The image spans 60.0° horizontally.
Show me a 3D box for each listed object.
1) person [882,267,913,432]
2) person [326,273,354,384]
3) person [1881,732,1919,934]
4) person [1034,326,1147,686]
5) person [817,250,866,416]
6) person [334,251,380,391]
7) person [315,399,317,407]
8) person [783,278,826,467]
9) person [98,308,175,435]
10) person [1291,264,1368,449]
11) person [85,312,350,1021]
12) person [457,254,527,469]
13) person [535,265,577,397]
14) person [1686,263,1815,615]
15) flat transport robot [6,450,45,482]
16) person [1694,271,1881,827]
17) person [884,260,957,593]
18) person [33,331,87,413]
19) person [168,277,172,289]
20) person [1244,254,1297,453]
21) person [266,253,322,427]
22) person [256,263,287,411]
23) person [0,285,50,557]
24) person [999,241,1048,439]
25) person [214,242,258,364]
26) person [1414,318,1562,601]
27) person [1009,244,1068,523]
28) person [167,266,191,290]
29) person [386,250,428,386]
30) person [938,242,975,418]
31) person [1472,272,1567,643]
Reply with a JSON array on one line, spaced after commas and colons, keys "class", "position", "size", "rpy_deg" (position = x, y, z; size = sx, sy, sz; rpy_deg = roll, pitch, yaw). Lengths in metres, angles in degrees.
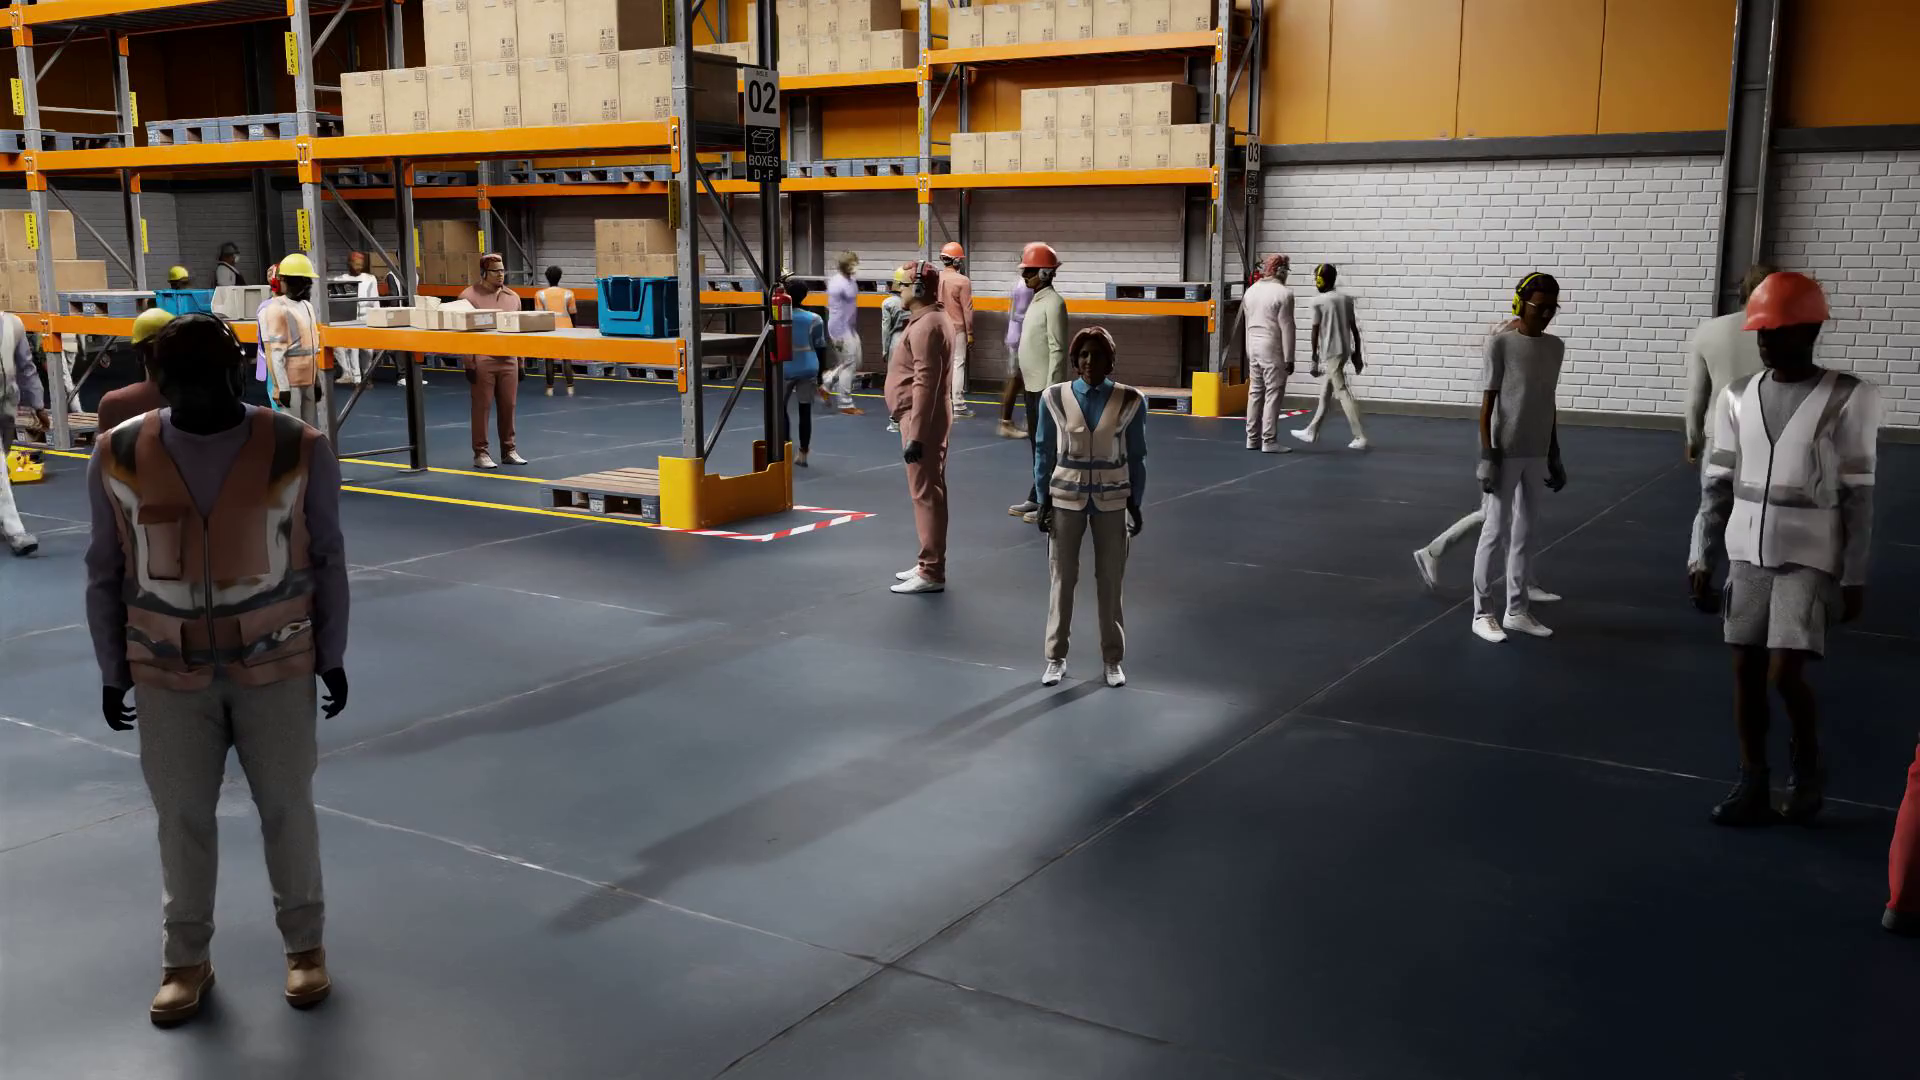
[{"class": "person", "position": [-0.593, -2.011, 17.598], "size": [0.493, 1.743, 0.295], "rpy_deg": [-2, 11, -13]}, {"class": "person", "position": [-8.960, -3.054, 23.259], "size": [0.997, 1.787, 0.627], "rpy_deg": [-6, 12, -29]}, {"class": "person", "position": [2.912, 0.321, 4.643], "size": [0.329, 1.761, 0.526], "rpy_deg": [-3, 11, -18]}, {"class": "person", "position": [0.590, -0.149, 7.568], "size": [0.511, 1.640, 0.308], "rpy_deg": [1, 10, 4]}, {"class": "person", "position": [-1.409, -2.372, 19.158], "size": [0.601, 1.910, 0.662], "rpy_deg": [3, 11, 14]}, {"class": "person", "position": [-8.073, -2.920, 22.285], "size": [0.624, 1.866, 0.422], "rpy_deg": [-5, 11, -26]}, {"class": "person", "position": [-8.007, -2.508, 20.105], "size": [0.599, 1.830, 0.403], "rpy_deg": [-10, 14, -43]}, {"class": "person", "position": [-1.486, -1.508, 14.968], "size": [0.562, 1.674, 0.529], "rpy_deg": [-3, 11, -17]}, {"class": "person", "position": [-3.466, -0.141, 7.268], "size": [0.550, 1.718, 0.882], "rpy_deg": [-8, 13, -37]}, {"class": "person", "position": [3.689, -1.800, 16.334], "size": [0.497, 1.796, 1.008], "rpy_deg": [-7, 12, -33]}, {"class": "person", "position": [-1.926, 0.331, 4.353], "size": [0.634, 1.841, 0.429], "rpy_deg": [-3, 11, -17]}, {"class": "person", "position": [-4.143, -1.586, 14.833], "size": [0.402, 1.899, 0.636], "rpy_deg": [10, 14, 43]}, {"class": "person", "position": [-5.220, -2.696, 21.525], "size": [0.540, 1.693, 0.317], "rpy_deg": [-3, 11, -17]}, {"class": "person", "position": [4.193, -0.527, 8.950], "size": [0.633, 1.912, 0.876], "rpy_deg": [7, 13, 36]}, {"class": "flat transport robot", "position": [-8.439, -0.592, 13.817], "size": [1.431, 0.197, 0.652], "rpy_deg": [-5, 11, -26]}, {"class": "person", "position": [2.775, 0.058, 5.658], "size": [0.399, 1.915, 0.561], "rpy_deg": [-7, 12, -34]}, {"class": "person", "position": [-0.230, -0.649, 9.596], "size": [0.410, 1.909, 0.642], "rpy_deg": [1, 10, 4]}, {"class": "person", "position": [-10.159, -2.148, 18.772], "size": [0.847, 1.594, 0.529], "rpy_deg": [6, 12, 32]}, {"class": "person", "position": [-10.953, -3.001, 23.387], "size": [0.281, 1.633, 0.501], "rpy_deg": [-2, 11, -13]}, {"class": "person", "position": [2.981, -1.773, 15.875], "size": [0.400, 1.893, 0.657], "rpy_deg": [-6, 12, -29]}, {"class": "person", "position": [-5.116, -1.248, 12.896], "size": [0.400, 1.919, 0.585], "rpy_deg": [1, 10, 5]}, {"class": "person", "position": [-5.261, -1.227, 12.967], "size": [0.390, 1.846, 0.565], "rpy_deg": [-1, 10, -3]}, {"class": "person", "position": [-6.244, -0.846, 10.799], "size": [0.918, 1.881, 0.690], "rpy_deg": [3, 11, 16]}, {"class": "person", "position": [0.700, -2.000, 16.801], "size": [0.676, 2.001, 0.624], "rpy_deg": [3, 11, 18]}, {"class": "person", "position": [-11.850, -3.848, 26.951], "size": [1.020, 2.000, 0.690], "rpy_deg": [-2, 10, -9]}, {"class": "person", "position": [3.000, -0.449, 9.365], "size": [0.745, 1.600, 0.503], "rpy_deg": [2, 10, 10]}, {"class": "person", "position": [0.585, -1.126, 11.997], "size": [0.381, 1.994, 0.615], "rpy_deg": [-3, 11, -14]}, {"class": "person", "position": [-8.976, -2.315, 19.365], "size": [0.919, 1.722, 0.526], "rpy_deg": [5, 11, 25]}, {"class": "person", "position": [-7.738, -3.113, 23.216], "size": [0.388, 1.919, 0.594], "rpy_deg": [3, 11, 17]}, {"class": "person", "position": [-0.095, -2.385, 18.971], "size": [0.623, 1.993, 0.384], "rpy_deg": [8, 13, 36]}, {"class": "person", "position": [2.851, -0.417, 8.434], "size": [0.518, 1.865, 0.327], "rpy_deg": [-4, 11, -22]}]
